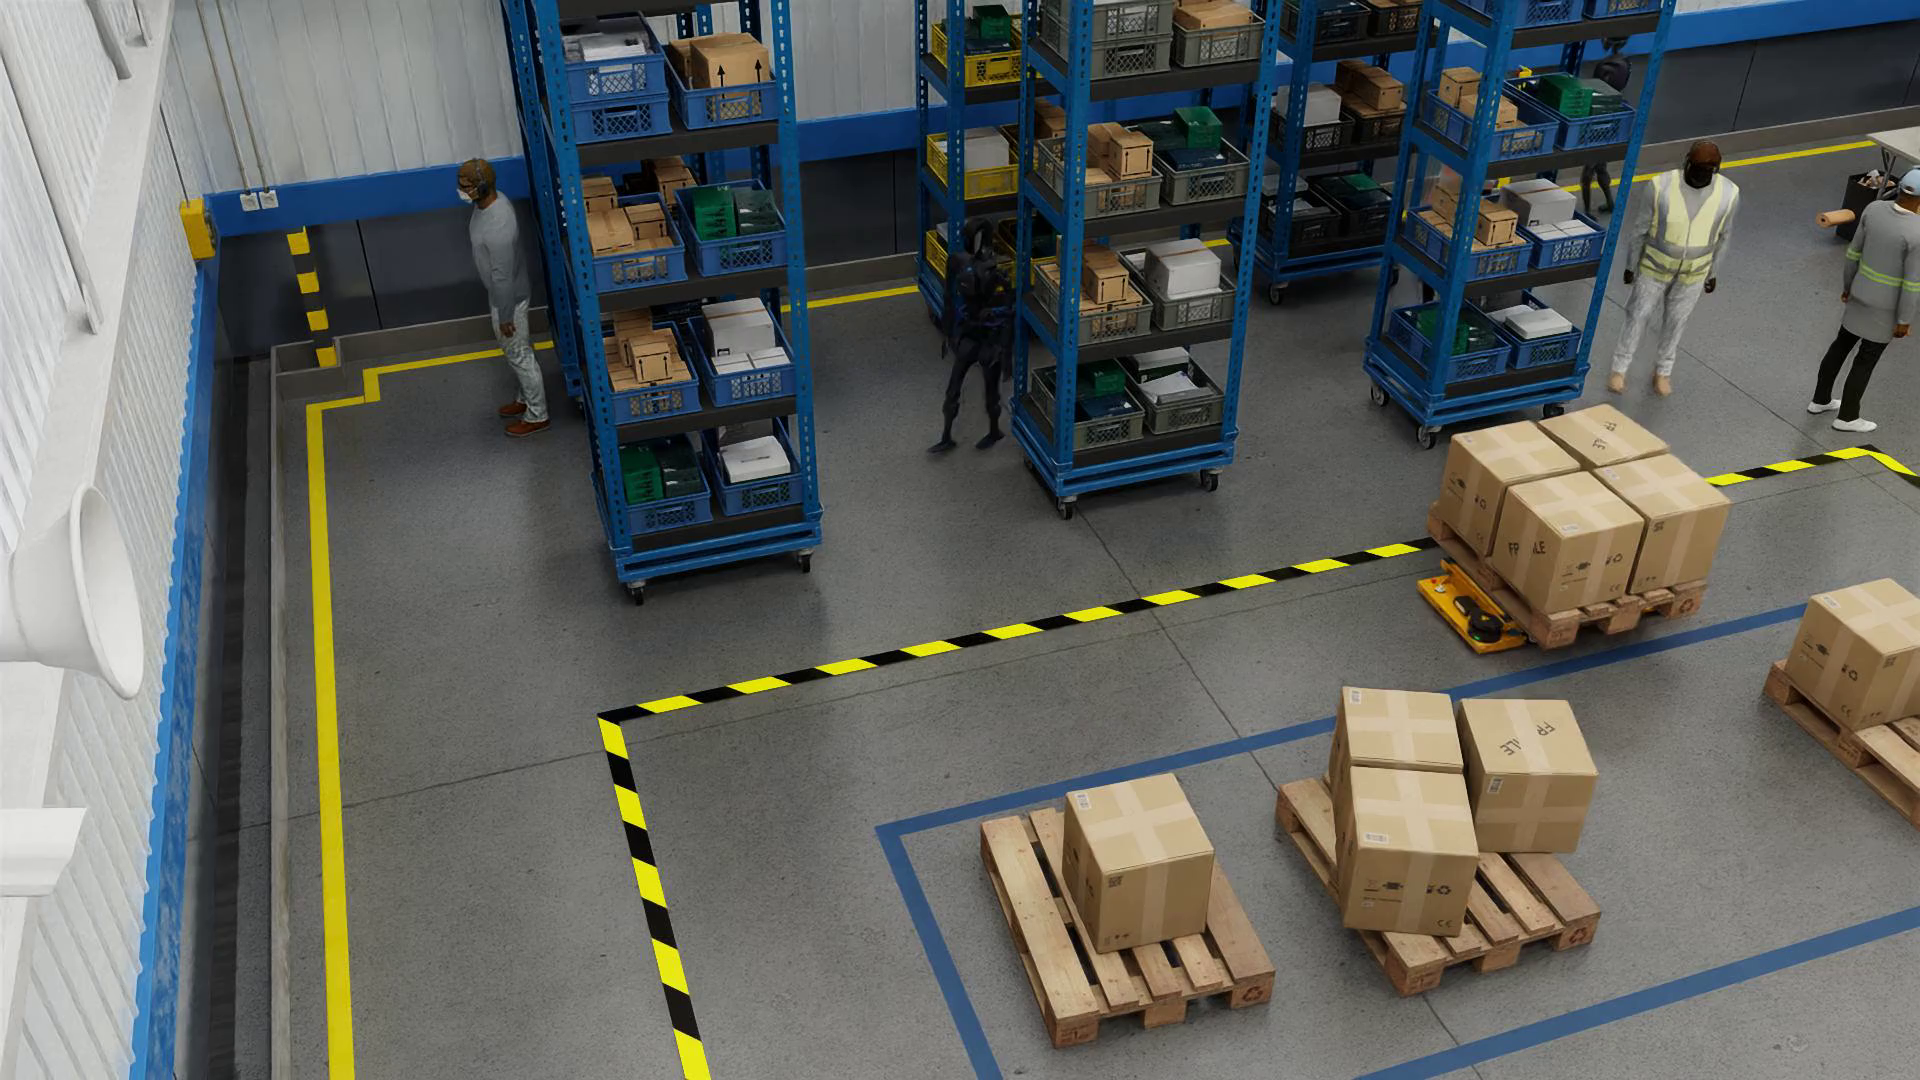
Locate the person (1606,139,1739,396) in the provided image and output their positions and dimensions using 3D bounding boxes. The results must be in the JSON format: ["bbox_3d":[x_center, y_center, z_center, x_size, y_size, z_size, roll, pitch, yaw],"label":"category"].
[{"bbox_3d":[4.837,-1.838,11.298,0.632,1.839,0.429,8,36,11],"label":"person"}]

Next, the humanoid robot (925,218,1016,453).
[{"bbox_3d":[0.104,-1.262,10.633,0.595,1.645,0.607,25,42,30],"label":"humanoid robot"}]

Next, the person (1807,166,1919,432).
[{"bbox_3d":[6.038,-1.582,10.924,0.359,1.851,0.596,-10,36,-13],"label":"person"}]

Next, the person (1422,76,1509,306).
[{"bbox_3d":[3.704,-2.414,12.023,0.674,1.938,0.599,-15,38,-21],"label":"person"}]

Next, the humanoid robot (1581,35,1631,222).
[{"bbox_3d":[5.340,-3.404,13.667,0.454,1.644,0.613,19,39,25],"label":"humanoid robot"}]

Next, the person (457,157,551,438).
[{"bbox_3d":[-2.972,-1.585,10.867,0.370,1.932,0.620,-10,36,-13],"label":"person"}]

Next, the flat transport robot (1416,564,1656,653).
[{"bbox_3d":[3.459,0.258,9.666,1.431,0.197,0.652,-11,37,-15],"label":"flat transport robot"}]
